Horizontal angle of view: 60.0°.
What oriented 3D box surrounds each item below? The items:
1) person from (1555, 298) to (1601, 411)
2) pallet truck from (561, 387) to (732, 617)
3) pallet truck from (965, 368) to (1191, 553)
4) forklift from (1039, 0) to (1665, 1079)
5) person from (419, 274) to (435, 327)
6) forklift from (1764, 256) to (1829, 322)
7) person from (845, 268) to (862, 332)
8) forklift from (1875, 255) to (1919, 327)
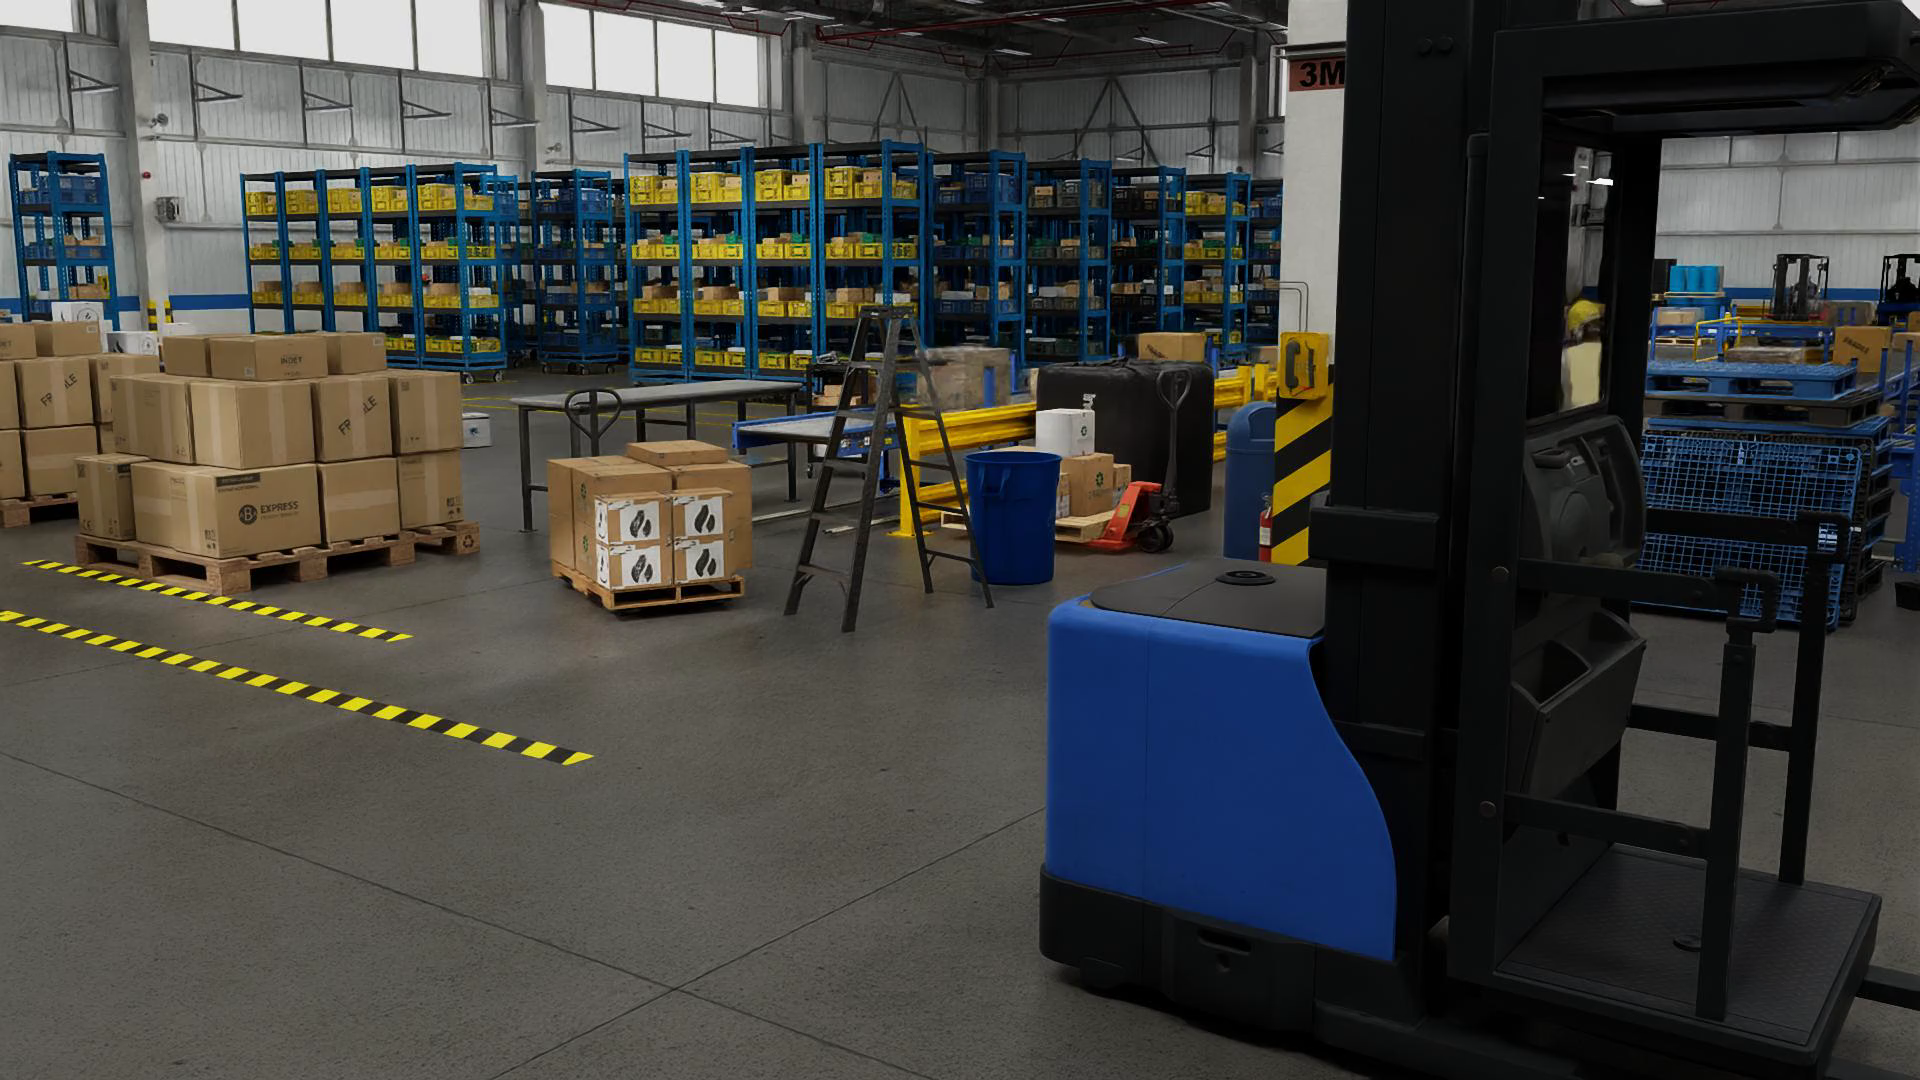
[{"bbox_3d":[4.317,-0.762,11.413,0.615,1.762,0.967,4,11,25],"label":"person"},{"bbox_3d":[-1.981,-0.274,10.088,0.680,1.201,1.601,-5,11,-28],"label":"pallet truck"},{"bbox_3d":[0.845,-0.609,11.869,1.630,1.274,0.653,7,12,35],"label":"pallet truck"},{"bbox_3d":[1.249,-0.137,4.360,1.873,2.768,1.129,7,12,35],"label":"forklift"},{"bbox_3d":[-11.564,-4.894,36.075,0.359,1.743,0.563,4,10,25],"label":"person"},{"bbox_3d":[20.253,-5.854,40.139,1.157,1.987,2.680,7,12,35],"label":"forklift"},{"bbox_3d":[-2.111,-4.609,33.484,0.391,2.040,0.615,-1,10,-8],"label":"person"},{"bbox_3d":[22.089,-5.634,38.796,1.157,1.987,2.680,6,11,33],"label":"forklift"}]
